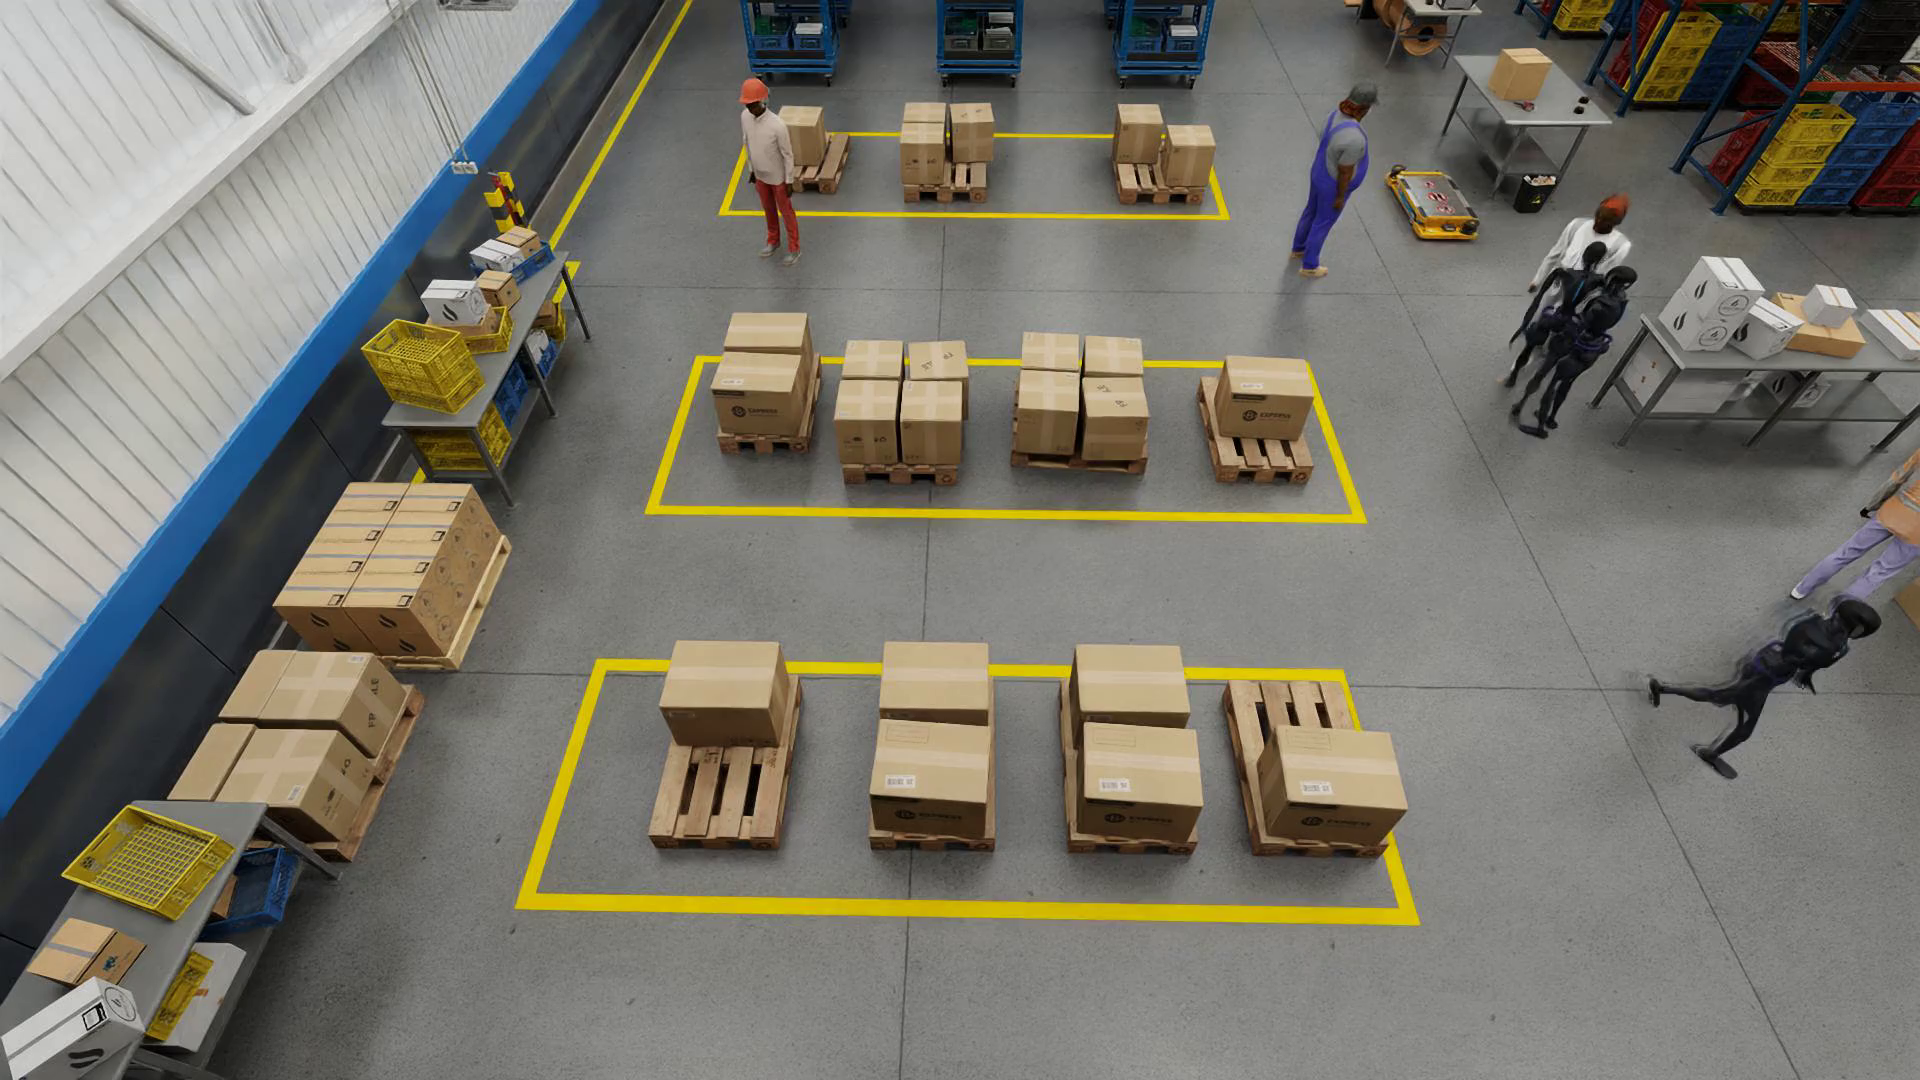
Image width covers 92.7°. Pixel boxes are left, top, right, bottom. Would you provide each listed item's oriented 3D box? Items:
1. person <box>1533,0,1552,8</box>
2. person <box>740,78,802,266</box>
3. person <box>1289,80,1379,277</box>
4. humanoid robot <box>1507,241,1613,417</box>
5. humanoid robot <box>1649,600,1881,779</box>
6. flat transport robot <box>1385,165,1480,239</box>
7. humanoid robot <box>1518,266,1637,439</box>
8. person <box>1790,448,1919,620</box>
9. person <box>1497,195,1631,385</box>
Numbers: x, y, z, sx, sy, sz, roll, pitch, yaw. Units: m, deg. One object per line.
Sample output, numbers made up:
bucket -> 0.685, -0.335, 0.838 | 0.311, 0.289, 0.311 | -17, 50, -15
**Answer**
person -> 9.903, -9.631, 14.877 | 0.307, 1.772, 0.524 | -18, 51, -15
person -> -2.024, -3.888, 9.759 | 0.610, 1.993, 0.393 | 27, 54, 21
person -> 3.960, -3.791, 9.644 | 0.535, 2.000, 0.681 | -4, 49, -3
humanoid robot -> 5.374, -1.920, 8.297 | 0.540, 1.629, 0.756 | 27, 54, 21
humanoid robot -> 5.156, 0.832, 5.906 | 0.569, 1.639, 0.704 | -28, 55, -22
flat transport robot -> 5.692, -4.094, 11.059 | 0.652, 0.197, 1.431 | 1, 49, 1
humanoid robot -> 5.422, -1.644, 8.023 | 0.574, 1.649, 0.373 | -29, 55, -23
person -> 6.778, -0.119, 6.538 | 0.355, 1.930, 0.586 | -17, 51, -14
person -> 5.642, -2.340, 8.508 | 0.827, 1.858, 0.588 | -26, 54, -21
